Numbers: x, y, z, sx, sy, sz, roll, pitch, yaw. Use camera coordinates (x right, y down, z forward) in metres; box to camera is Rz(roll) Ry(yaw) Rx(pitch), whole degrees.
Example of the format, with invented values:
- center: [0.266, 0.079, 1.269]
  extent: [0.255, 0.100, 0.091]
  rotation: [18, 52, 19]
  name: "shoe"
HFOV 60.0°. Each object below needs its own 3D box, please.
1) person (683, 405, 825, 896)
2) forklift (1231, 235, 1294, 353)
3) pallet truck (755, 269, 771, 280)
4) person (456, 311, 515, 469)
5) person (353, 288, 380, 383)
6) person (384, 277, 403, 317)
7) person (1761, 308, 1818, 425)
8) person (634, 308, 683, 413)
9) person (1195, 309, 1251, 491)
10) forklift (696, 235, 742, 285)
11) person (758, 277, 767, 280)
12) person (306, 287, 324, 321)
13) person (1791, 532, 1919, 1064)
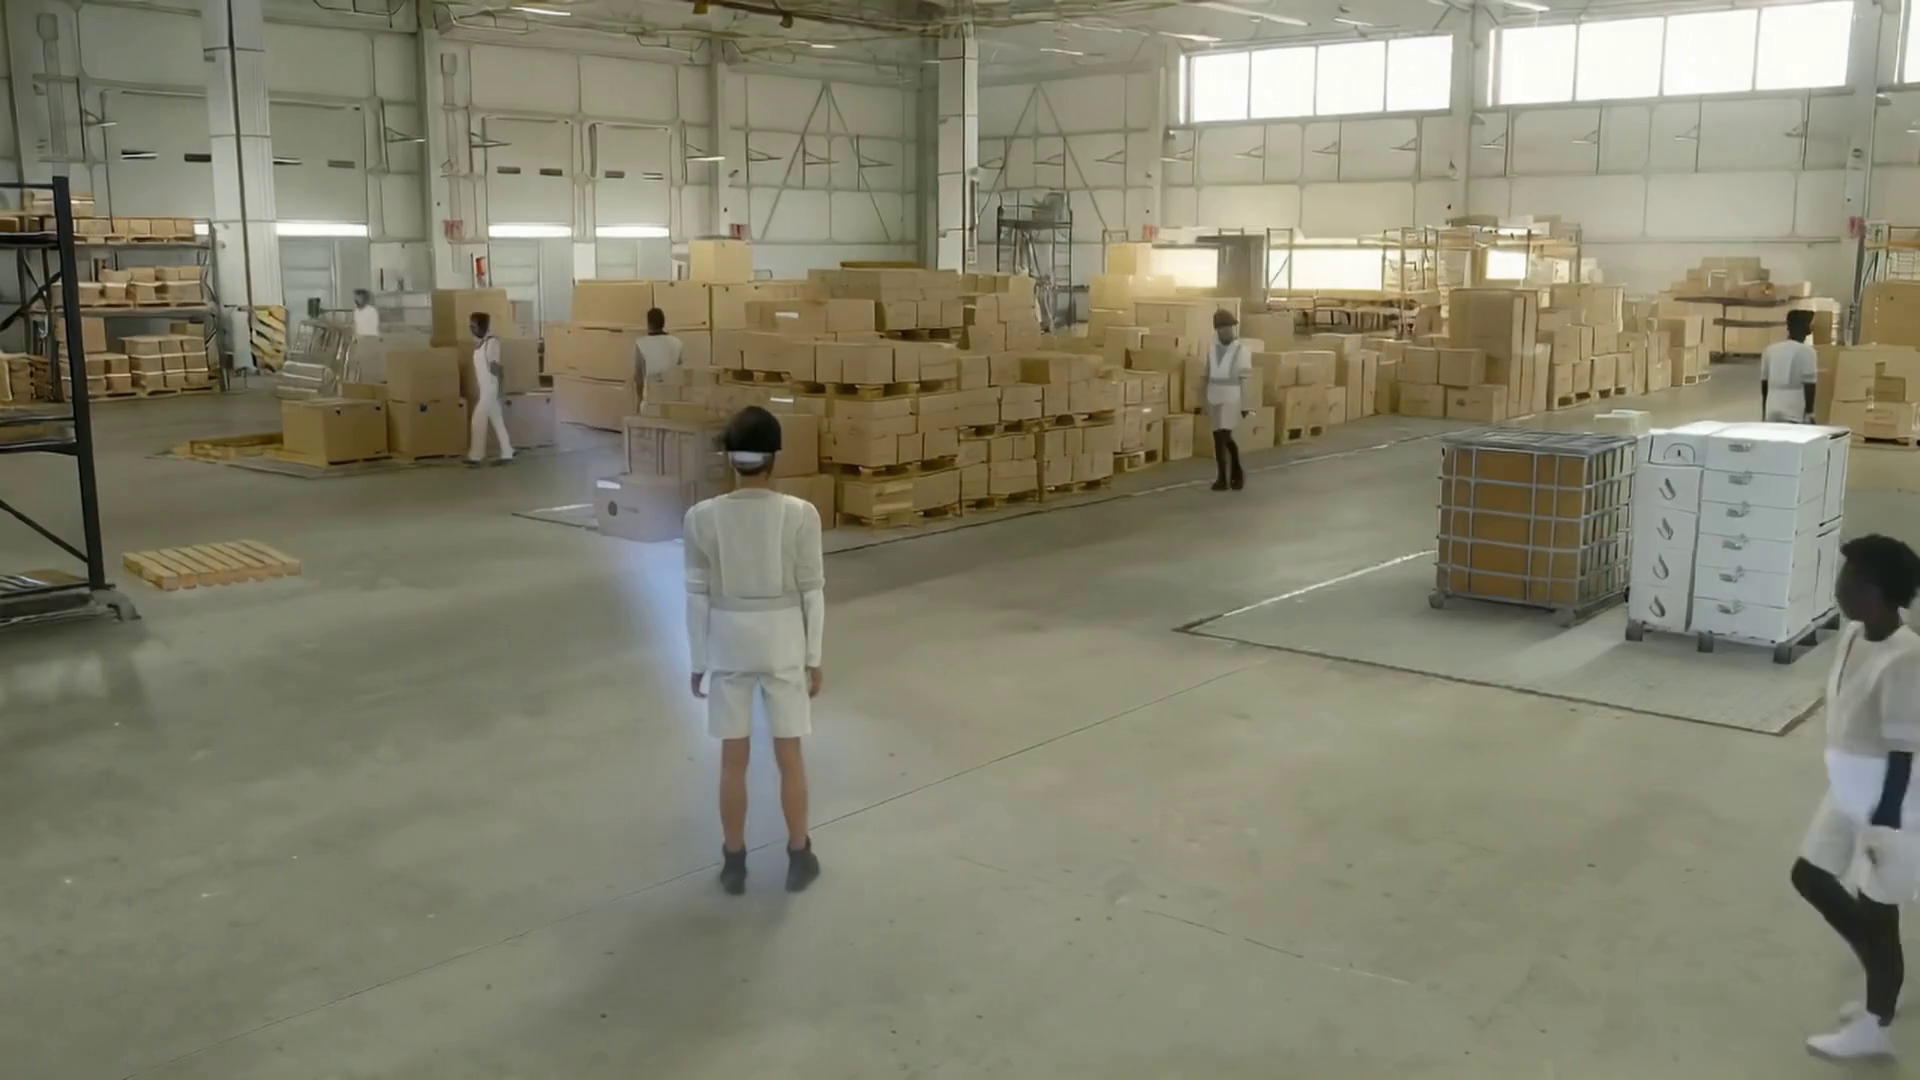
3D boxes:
- center: [-0.803, 0.440, 6.564]
  extent: [0.545, 1.939, 0.374]
  rotation: [0, 10, -2]
  name: "person"
- center: [6.310, -5.290, 36.513]
  extent: [1.873, 2.768, 1.129]
  rotation: [8, 13, 40]
  name: "forklift"
- center: [-4.996, -6.432, 45.525]
  extent: [1.885, 1.965, 0.823]
  rotation: [-6, 12, -32]
  name: "pallet truck"
- center: [-5.561, -1.722, 19.207]
  extent: [0.823, 1.812, 0.544]
  rotation: [-6, 12, -31]
  name: "person"
- center: [-9.320, -3.006, 26.237]
  extent: [0.586, 1.923, 0.633]
  rotation: [-9, 14, -43]
  name: "person"
- center: [-12.168, -4.693, 35.796]
  extent: [0.354, 1.936, 0.635]
  rotation: [-7, 12, -33]
  name: "person"
- center: [8.167, -1.297, 16.386]
  extent: [0.364, 1.961, 0.611]
  rotation: [-4, 11, -20]
  name: "person"
- center: [-3.254, -1.573, 18.149]
  extent: [0.607, 1.905, 0.407]
  rotation: [-10, 14, -44]
  name: "person"
- center: [2.750, -1.453, 17.408]
  extent: [0.555, 1.919, 0.415]
  rotation: [9, 13, 41]
  name: "person"
- center: [-5.101, -5.116, 35.521]
  extent: [1.129, 2.768, 1.873]
  rotation: [-7, 12, -36]
  name: "forklift"
- center: [-4.490, -5.172, 38.738]
  extent: [0.774, 1.857, 0.606]
  rotation: [1, 10, 6]
  name: "person"
- center: [-15.372, -5.231, 39.745]
  extent: [0.538, 1.623, 0.385]
  rotation: [5, 11, 26]
  name: "person"
- center: [2.824, 0.812, 5.151]
  extent: [0.356, 1.681, 0.544]
  rotation: [1, 10, 6]
  name: "person"
